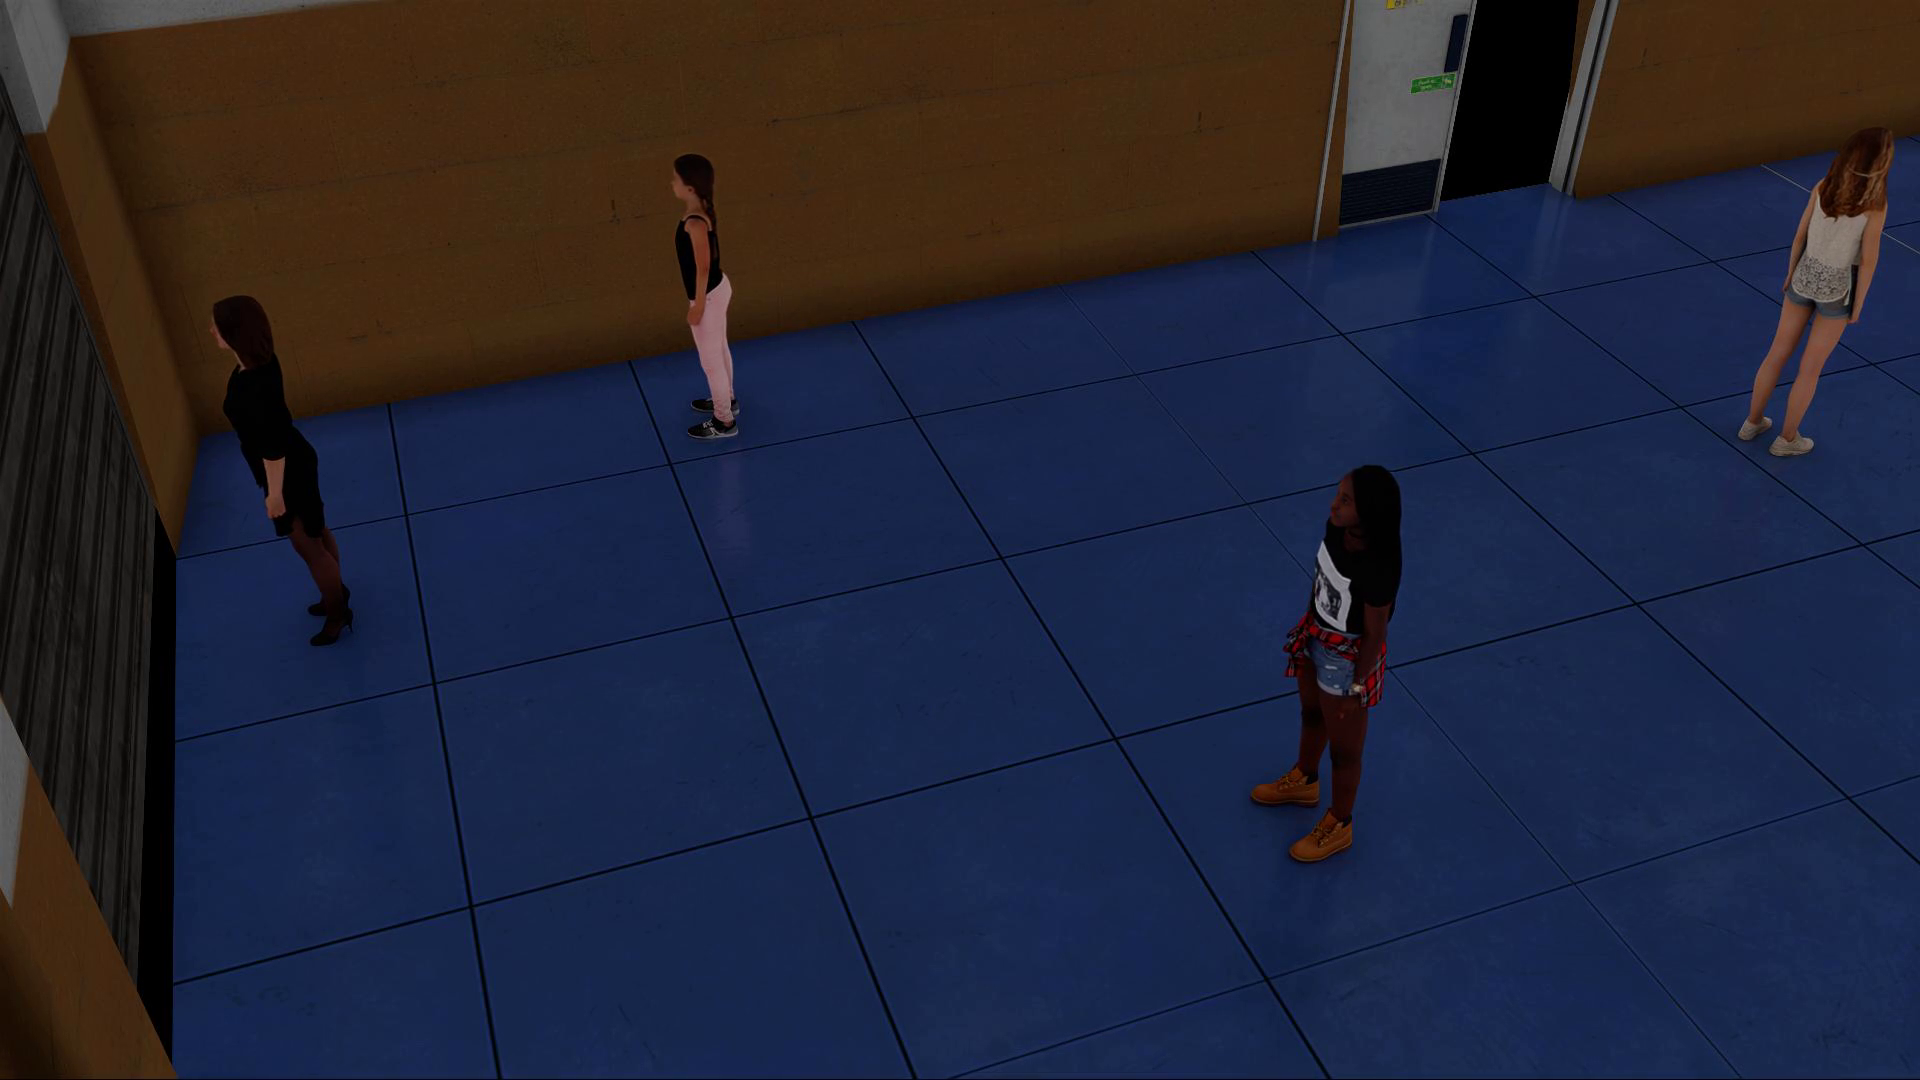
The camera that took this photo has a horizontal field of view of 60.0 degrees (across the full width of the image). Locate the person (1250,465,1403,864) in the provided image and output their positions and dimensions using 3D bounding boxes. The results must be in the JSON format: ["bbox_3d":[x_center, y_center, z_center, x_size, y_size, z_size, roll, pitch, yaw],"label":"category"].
[{"bbox_3d":[1.395,0.446,6.115,0.670,1.729,0.541,-10,38,-13],"label":"person"}]

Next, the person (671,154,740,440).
[{"bbox_3d":[-1.291,-1.246,8.505,0.676,1.565,0.569,2,37,2],"label":"person"}]

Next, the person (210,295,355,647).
[{"bbox_3d":[-2.867,-0.284,7.093,0.657,1.706,0.448,-10,38,-13],"label":"person"}]

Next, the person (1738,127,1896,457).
[{"bbox_3d":[4.294,-1.226,8.316,0.675,1.759,0.522,-21,42,-25],"label":"person"}]
